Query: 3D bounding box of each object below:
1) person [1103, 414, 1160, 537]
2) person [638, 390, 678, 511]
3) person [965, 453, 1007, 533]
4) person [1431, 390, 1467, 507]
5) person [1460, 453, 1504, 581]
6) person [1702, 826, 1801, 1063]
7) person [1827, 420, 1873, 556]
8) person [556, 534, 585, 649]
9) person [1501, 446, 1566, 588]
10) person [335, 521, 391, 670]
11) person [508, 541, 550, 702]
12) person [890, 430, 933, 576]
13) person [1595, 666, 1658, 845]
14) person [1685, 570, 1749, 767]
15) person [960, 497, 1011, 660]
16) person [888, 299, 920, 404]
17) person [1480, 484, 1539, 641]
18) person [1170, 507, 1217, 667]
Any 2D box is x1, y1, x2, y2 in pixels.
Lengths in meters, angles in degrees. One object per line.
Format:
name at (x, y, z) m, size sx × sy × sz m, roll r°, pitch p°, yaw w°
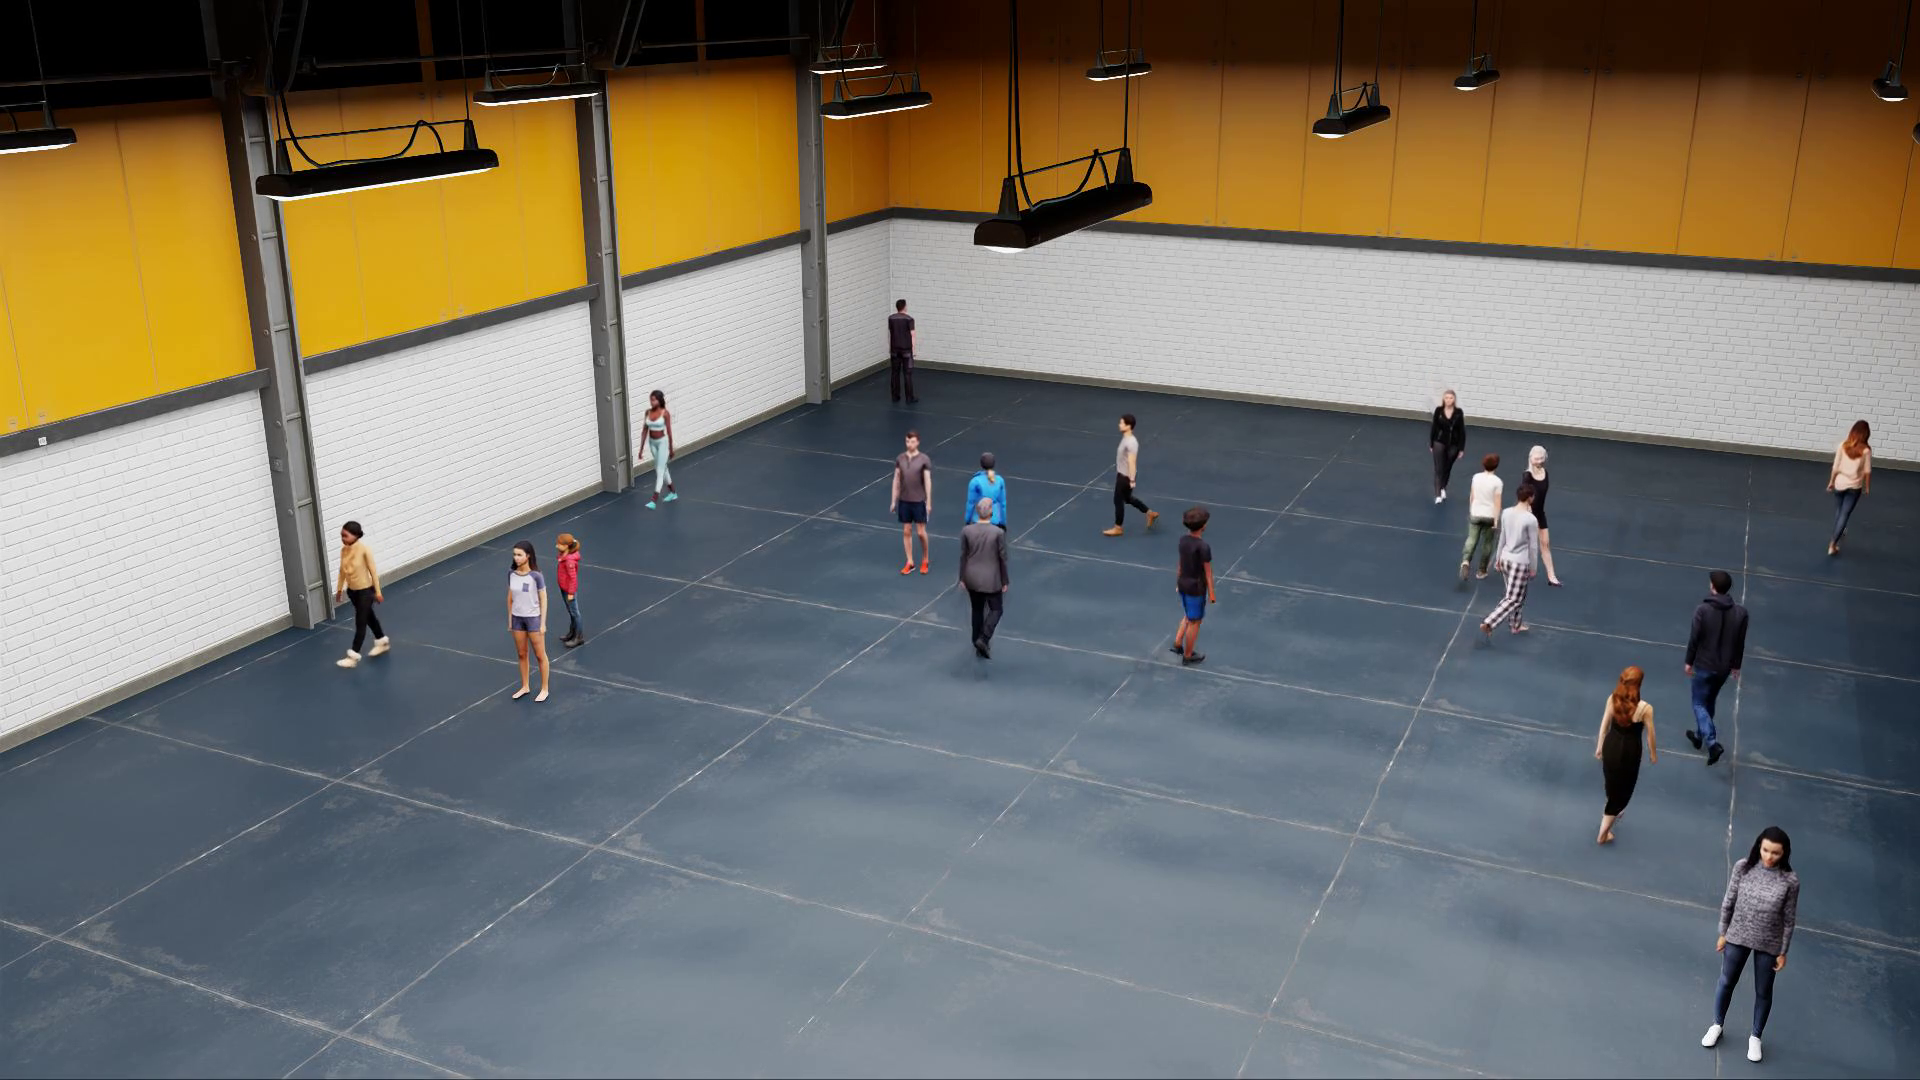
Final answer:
person at (2.326, -0.875, 22.392) m, size 0.915 × 1.698 × 1.026 m, roll 0°, pitch 19°, yaw 0°
person at (-4.237, -1.309, 23.699) m, size 0.569 × 1.685 × 1.077 m, roll 9°, pitch 21°, yaw 25°
person at (0.346, -0.145, 20.146) m, size 1.108 × 1.748 × 1.207 m, roll -5°, pitch 19°, yaw -15°
person at (6.978, -1.331, 23.837) m, size 0.778 × 1.641 × 1.166 m, roll 4°, pitch 19°, yaw 13°
person at (6.464, -0.262, 20.660) m, size 0.677 × 1.642 × 0.992 m, roll 13°, pitch 23°, yaw 34°
person at (5.515, 2.763, 11.531) m, size 0.640 × 1.735 × 0.569 m, roll 12°, pitch 22°, yaw 32°
person at (11.531, -0.654, 21.647) m, size 0.864 × 1.755 × 1.130 m, roll 17°, pitch 25°, yaw 41°
person at (-4.397, 0.548, 18.763) m, size 0.644 × 1.318 × 0.597 m, roll -9°, pitch 21°, yaw -25°
person at (6.964, -0.303, 20.548) m, size 1.098 × 1.792 × 1.052 m, roll -11°, pitch 21°, yaw -29°
person at (-6.510, 0.560, 18.252) m, size 0.649 × 1.621 × 1.055 m, roll 9°, pitch 21°, yaw 25°
person at (-4.487, 0.827, 17.283) m, size 0.610 × 1.733 × 0.545 m, roll 6°, pitch 19°, yaw 17°
person at (-0.578, -0.504, 21.047) m, size 0.655 × 1.853 × 0.610 m, roll 8°, pitch 20°, yaw 22°
person at (5.669, 1.879, 14.364) m, size 0.948 × 1.602 × 0.795 m, roll -14°, pitch 23°, yaw -35°
person at (7.196, 1.245, 15.844) m, size 0.985 × 1.859 × 1.227 m, roll 0°, pitch 19°, yaw 0°
person at (0.249, 0.458, 18.241) m, size 0.776 × 1.820 × 0.886 m, roll 5°, pitch 19°, yaw 16°
person at (-1.032, -3.371, 29.572) m, size 0.704 × 1.845 × 0.570 m, roll 9°, pitch 21°, yaw 25°
person at (6.206, 0.285, 18.760) m, size 1.177 × 1.817 × 1.014 m, roll -11°, pitch 21°, yaw -29°
person at (2.467, 0.527, 18.096) m, size 0.815 × 1.783 × 0.760 m, roll -9°, pitch 21°, yaw -24°
